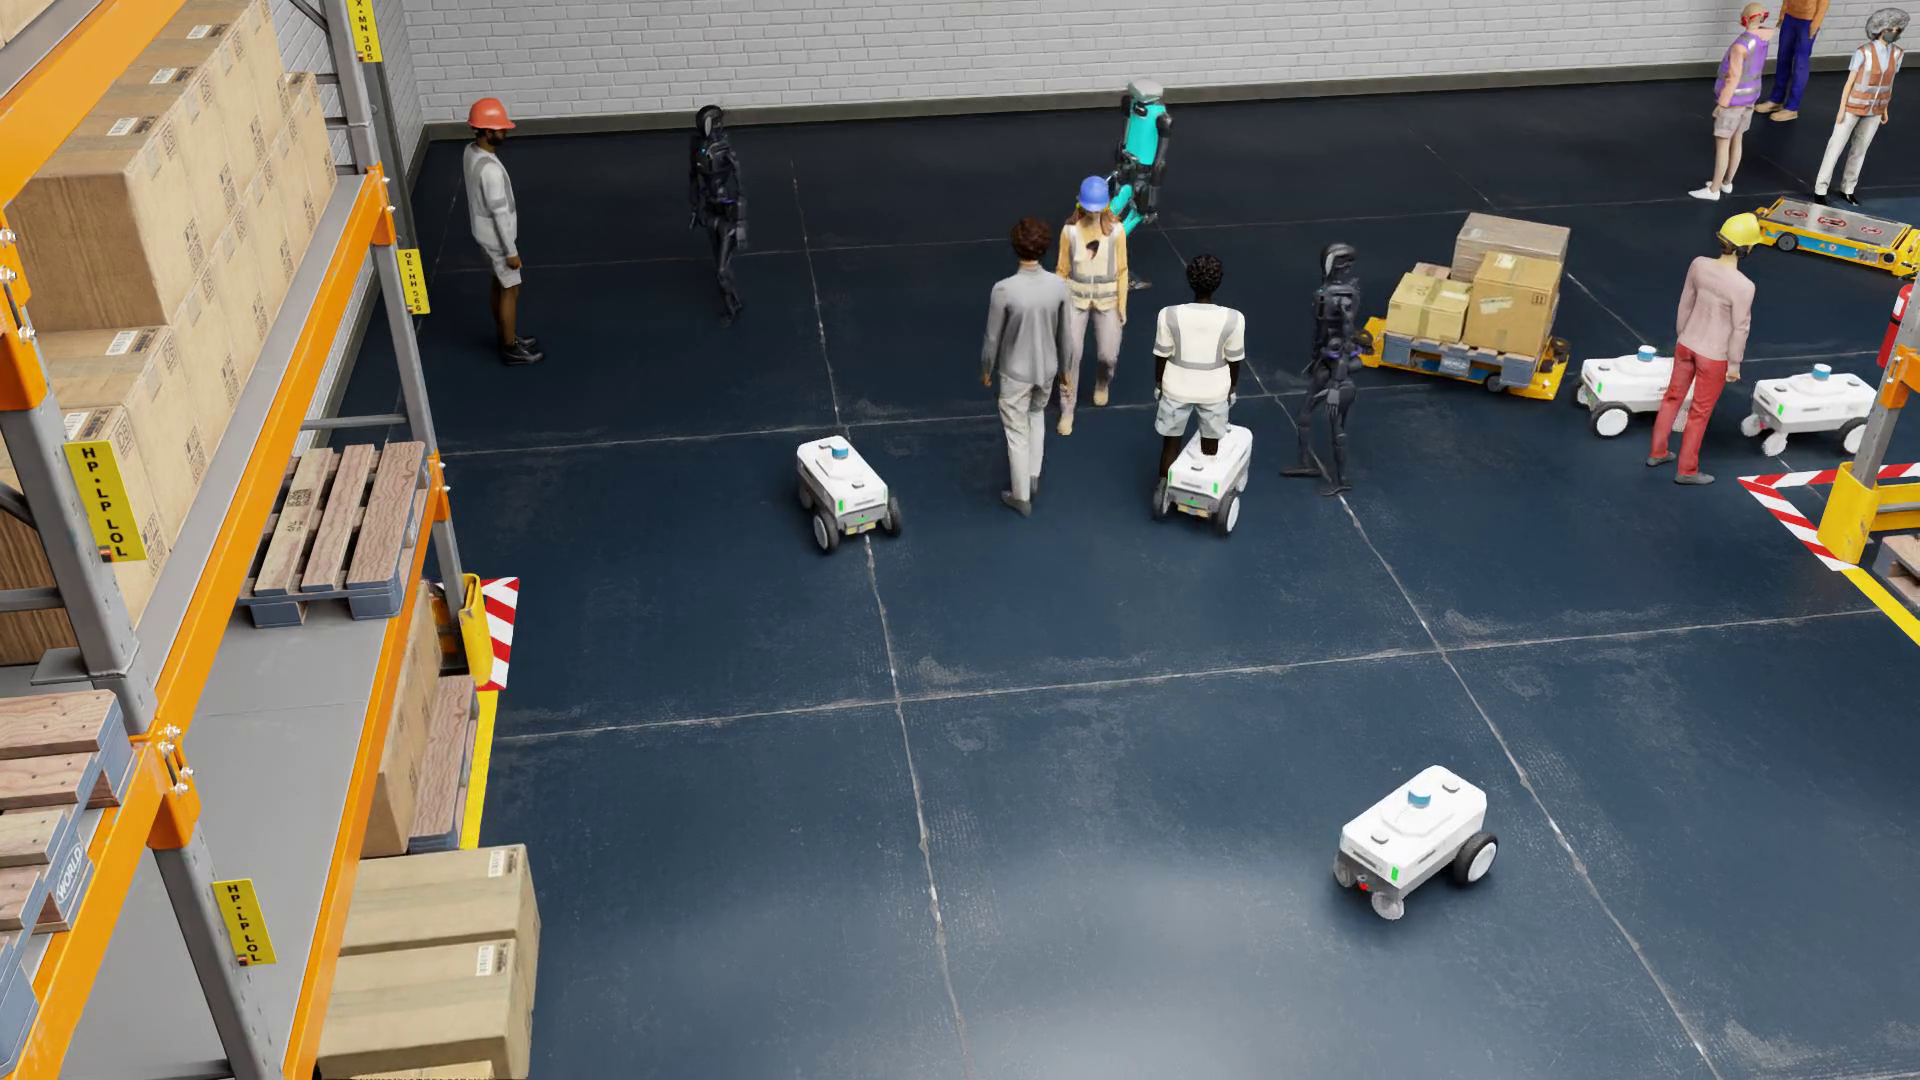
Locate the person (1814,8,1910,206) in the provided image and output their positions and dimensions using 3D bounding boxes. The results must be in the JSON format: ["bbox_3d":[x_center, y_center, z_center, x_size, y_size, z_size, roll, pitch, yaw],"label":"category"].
[{"bbox_3d":[7.706,-3.687,14.198,0.437,1.690,0.314,-2,33,-4],"label":"person"}]

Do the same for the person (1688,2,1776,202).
[{"bbox_3d":[6.661,-3.760,14.310,0.480,1.691,0.349,-24,40,-32],"label":"person"}]

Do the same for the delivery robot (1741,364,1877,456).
[{"bbox_3d":[5.614,-0.866,10.928,0.781,0.605,0.499,-5,33,-7],"label":"delivery robot"}]

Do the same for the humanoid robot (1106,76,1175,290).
[{"bbox_3d":[1.119,-2.528,12.426,0.980,1.785,0.576,-19,38,-27],"label":"humanoid robot"}]

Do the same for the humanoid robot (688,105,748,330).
[{"bbox_3d":[-1.782,-2.384,12.220,0.602,1.640,0.533,26,41,34],"label":"humanoid robot"}]

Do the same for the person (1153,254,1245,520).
[{"bbox_3d":[1.406,-0.891,9.918,0.534,1.692,0.320,4,33,6],"label":"person"}]

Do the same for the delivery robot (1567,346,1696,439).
[{"bbox_3d":[4.522,-1.016,11.140,0.773,0.586,0.499,-1,33,-2],"label":"delivery robot"}]

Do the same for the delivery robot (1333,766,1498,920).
[{"bbox_3d":[2.055,1.336,7.536,0.759,0.587,0.505,-25,41,-33],"label":"delivery robot"}]

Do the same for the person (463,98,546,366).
[{"bbox_3d":[-3.196,-2.133,11.613,0.387,1.924,0.547,-17,37,-24],"label":"person"}]

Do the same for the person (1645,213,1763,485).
[{"bbox_3d":[4.626,-1.178,10.287,0.313,1.769,0.523,-12,35,-18],"label":"person"}]

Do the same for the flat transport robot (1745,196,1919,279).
[{"bbox_3d":[7.232,-2.497,13.678,1.431,0.231,0.659,23,40,31],"label":"flat transport robot"}]

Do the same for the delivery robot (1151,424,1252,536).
[{"bbox_3d":[1.527,-0.415,10.228,0.499,0.595,0.781,15,36,22],"label":"delivery robot"}]

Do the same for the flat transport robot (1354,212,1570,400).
[{"bbox_3d":[3.580,-1.347,11.917,1.431,0.231,0.659,14,36,21],"label":"flat transport robot"}]

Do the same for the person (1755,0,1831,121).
[{"bbox_3d":[8.131,-5.072,16.072,0.401,1.973,0.520,-11,35,-16],"label":"person"}]

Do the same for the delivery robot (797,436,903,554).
[{"bbox_3d":[-0.706,-0.299,10.067,0.499,0.614,0.818,-15,36,-22],"label":"delivery robot"}]

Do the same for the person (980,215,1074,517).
[{"bbox_3d":[0.377,-1.054,9.993,0.542,1.881,0.600,-12,35,-18],"label":"person"}]

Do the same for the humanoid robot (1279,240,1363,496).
[{"bbox_3d":[2.269,-1.035,10.147,0.450,1.647,0.603,-3,33,-4],"label":"humanoid robot"}]

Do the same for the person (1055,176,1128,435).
[{"bbox_3d":[0.852,-1.574,10.900,0.473,1.761,0.517,2,33,4],"label":"person"}]
